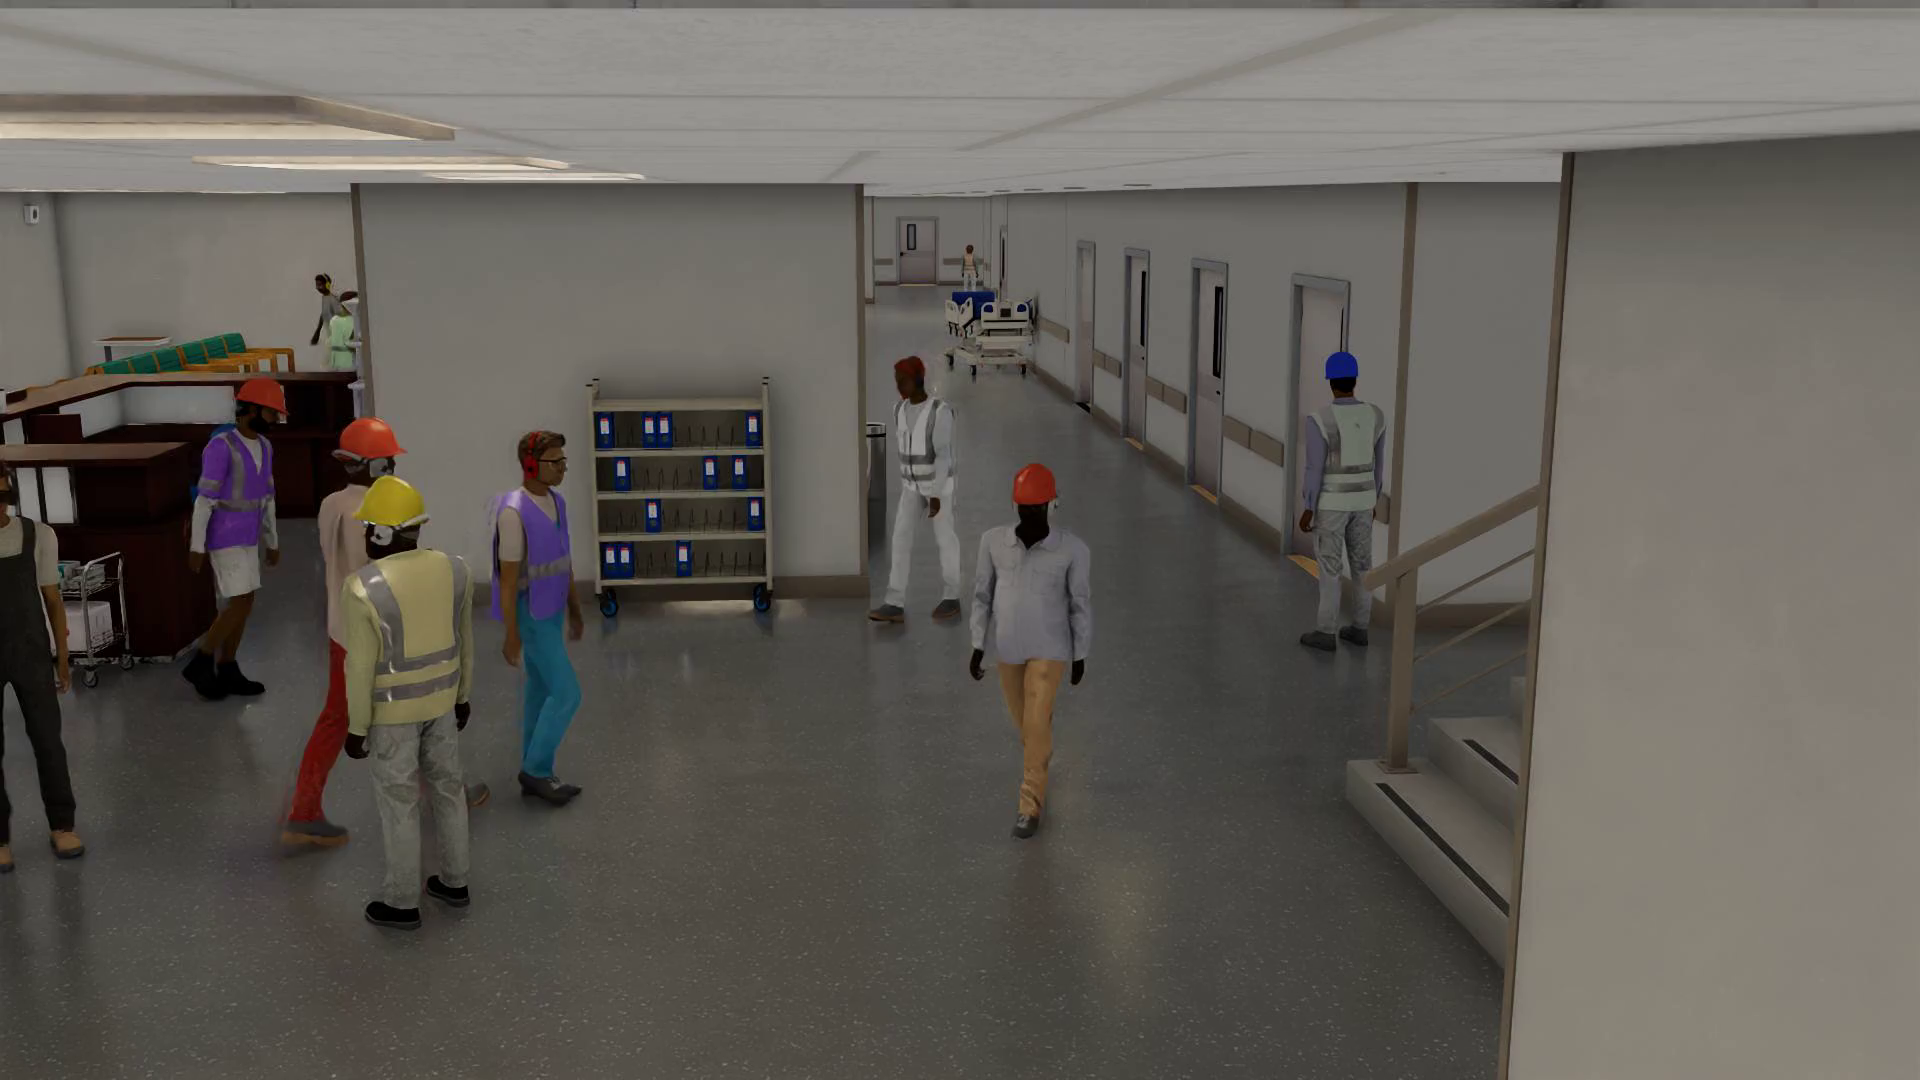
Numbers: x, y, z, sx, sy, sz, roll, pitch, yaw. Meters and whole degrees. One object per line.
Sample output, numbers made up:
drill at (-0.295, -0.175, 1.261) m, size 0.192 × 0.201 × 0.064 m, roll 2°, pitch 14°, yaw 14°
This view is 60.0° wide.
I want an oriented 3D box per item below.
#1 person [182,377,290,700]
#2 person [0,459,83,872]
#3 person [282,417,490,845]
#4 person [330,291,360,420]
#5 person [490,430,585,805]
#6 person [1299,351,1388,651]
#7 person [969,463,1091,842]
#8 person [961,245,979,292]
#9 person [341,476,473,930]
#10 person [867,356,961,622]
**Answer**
person at (-4.197, 0.002, 9.734) m, size 0.596 × 1.885 × 0.591 m, roll 1°, pitch 12°, yaw 6°
person at (-4.169, 0.536, 7.258) m, size 0.505 × 1.837 × 0.345 m, roll -8°, pitch 14°, yaw -33°
person at (-2.706, 0.412, 7.594) m, size 0.615 × 1.954 × 1.017 m, roll 8°, pitch 14°, yaw 34°
person at (-7.281, -2.057, 19.908) m, size 0.587 × 1.836 × 0.435 m, roll 8°, pitch 14°, yaw 35°
person at (-1.998, 0.381, 8.010) m, size 0.490 × 1.828 × 0.605 m, roll 1°, pitch 12°, yaw 7°
person at (2.471, -0.246, 10.802) m, size 0.605 × 1.943 × 0.402 m, roll -5°, pitch 13°, yaw -22°
person at (0.352, 0.464, 7.888) m, size 0.554 × 1.718 × 0.871 m, roll 5°, pitch 13°, yaw 23°
person at (0.284, -7.604, 47.495) m, size 0.515 × 1.645 × 0.309 m, roll 3°, pitch 12°, yaw 14°
person at (-2.225, 0.649, 6.695) m, size 0.404 × 1.834 × 0.599 m, roll 8°, pitch 14°, yaw 33°
person at (-0.306, -0.326, 11.450) m, size 0.608 × 1.827 × 0.904 m, roll 9°, pitch 15°, yaw 38°
